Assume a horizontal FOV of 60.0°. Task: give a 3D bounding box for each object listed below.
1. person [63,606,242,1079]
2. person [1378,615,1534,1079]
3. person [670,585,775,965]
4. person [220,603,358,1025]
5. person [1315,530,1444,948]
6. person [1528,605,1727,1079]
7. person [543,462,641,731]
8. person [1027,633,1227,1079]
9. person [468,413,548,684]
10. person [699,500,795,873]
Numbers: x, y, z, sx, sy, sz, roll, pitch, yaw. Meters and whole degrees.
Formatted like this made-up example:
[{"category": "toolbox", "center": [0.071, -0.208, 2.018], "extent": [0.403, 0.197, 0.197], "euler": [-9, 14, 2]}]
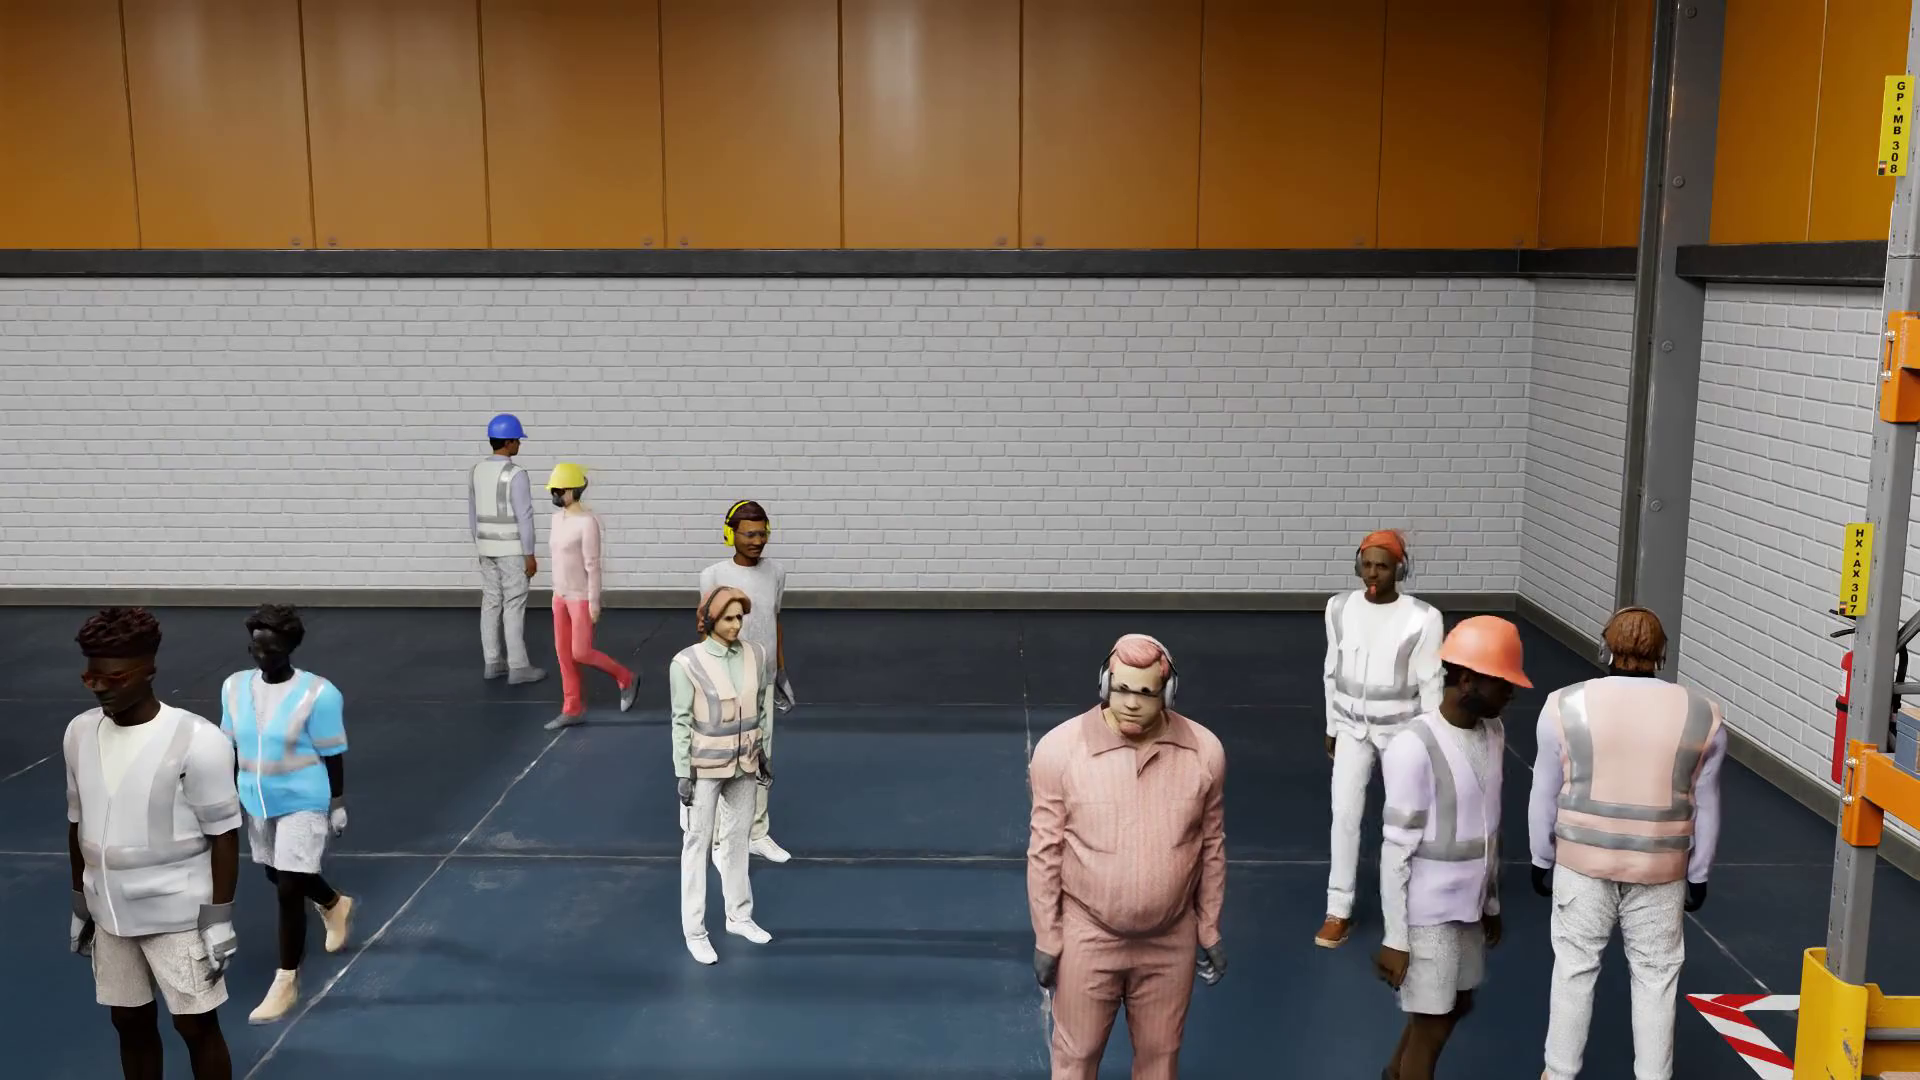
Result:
[{"category": "person", "center": [-2.581, 1.168, 5.300], "extent": [0.617, 1.963, 0.361], "euler": [3, 10, 15]}, {"category": "person", "center": [1.528, 1.180, 5.433], "extent": [0.611, 1.912, 0.578], "euler": [-8, 13, -41]}, {"category": "person", "center": [-1.036, 1.004, 7.266], "extent": [0.310, 1.638, 0.514], "euler": [9, 13, 43]}, {"category": "person", "center": [-2.738, 1.051, 6.873], "extent": [0.540, 1.675, 0.780], "euler": [3, 10, 15]}, {"category": "person", "center": [1.938, 0.851, 7.578], "extent": [0.585, 1.849, 0.958], "euler": [7, 12, 35]}, {"category": "person", "center": [2.334, 1.138, 5.889], "extent": [0.628, 1.836, 0.429], "euler": [3, 10, 16]}, {"category": "person", "center": [-2.426, 0.354, 10.802], "extent": [0.568, 1.755, 0.523], "euler": [-9, 13, -42]}, {"category": "person", "center": [0.526, 1.224, 5.161], "extent": [0.637, 1.904, 0.403], "euler": [-1, 10, -9]}, {"category": "person", "center": [-3.271, 0.058, 12.003], "extent": [0.614, 1.945, 0.404], "euler": [7, 12, 36]}, {"category": "person", "center": [-1.055, 0.722, 8.275], "extent": [0.535, 1.864, 0.309], "euler": [-8, 13, -41]}]
